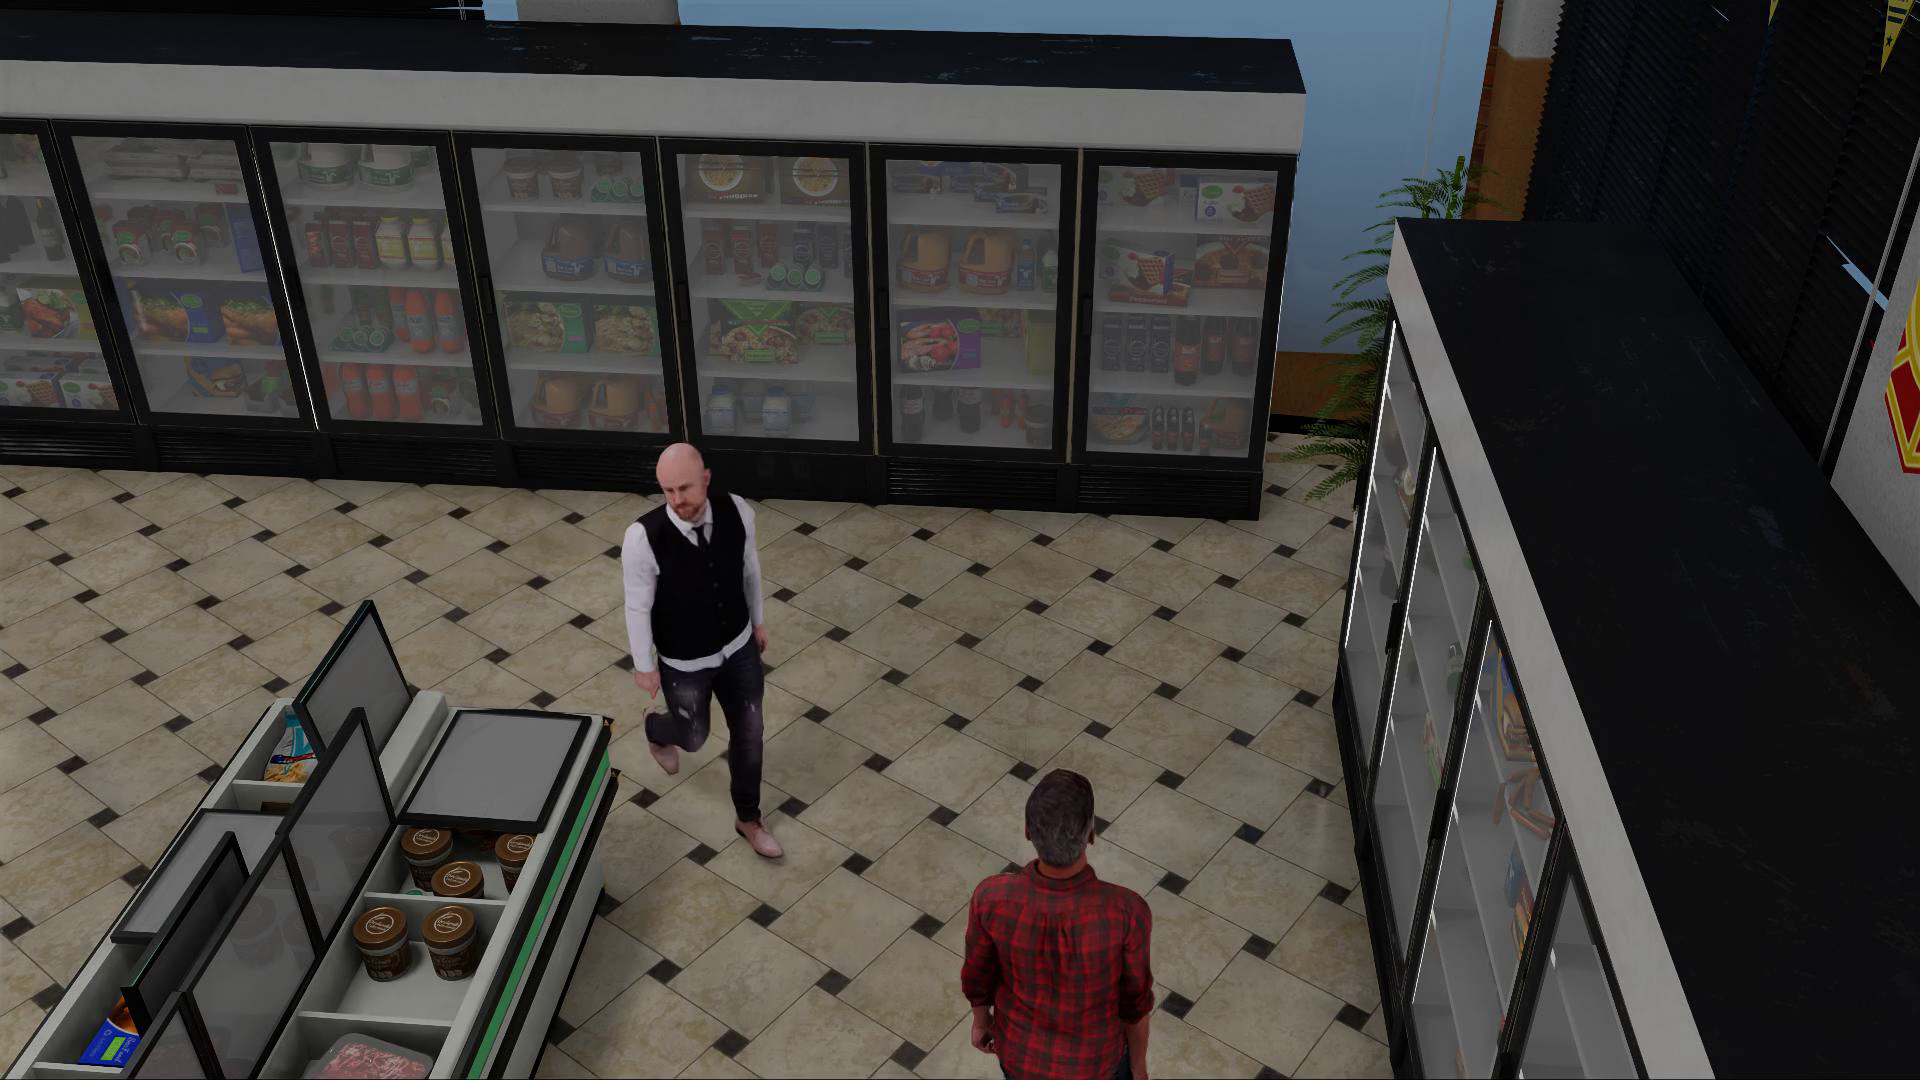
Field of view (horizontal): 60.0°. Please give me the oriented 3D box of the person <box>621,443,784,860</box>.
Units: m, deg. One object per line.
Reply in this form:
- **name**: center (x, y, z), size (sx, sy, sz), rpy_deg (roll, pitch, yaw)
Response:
- **person**: center (-1.023, 0.389, 6.342), size (1.109, 1.803, 1.169), rpy_deg (-26, 40, -35)

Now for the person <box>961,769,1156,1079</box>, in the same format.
- **person**: center (0.269, 1.447, 4.628), size (0.795, 1.817, 0.928), rpy_deg (9, 33, 14)
